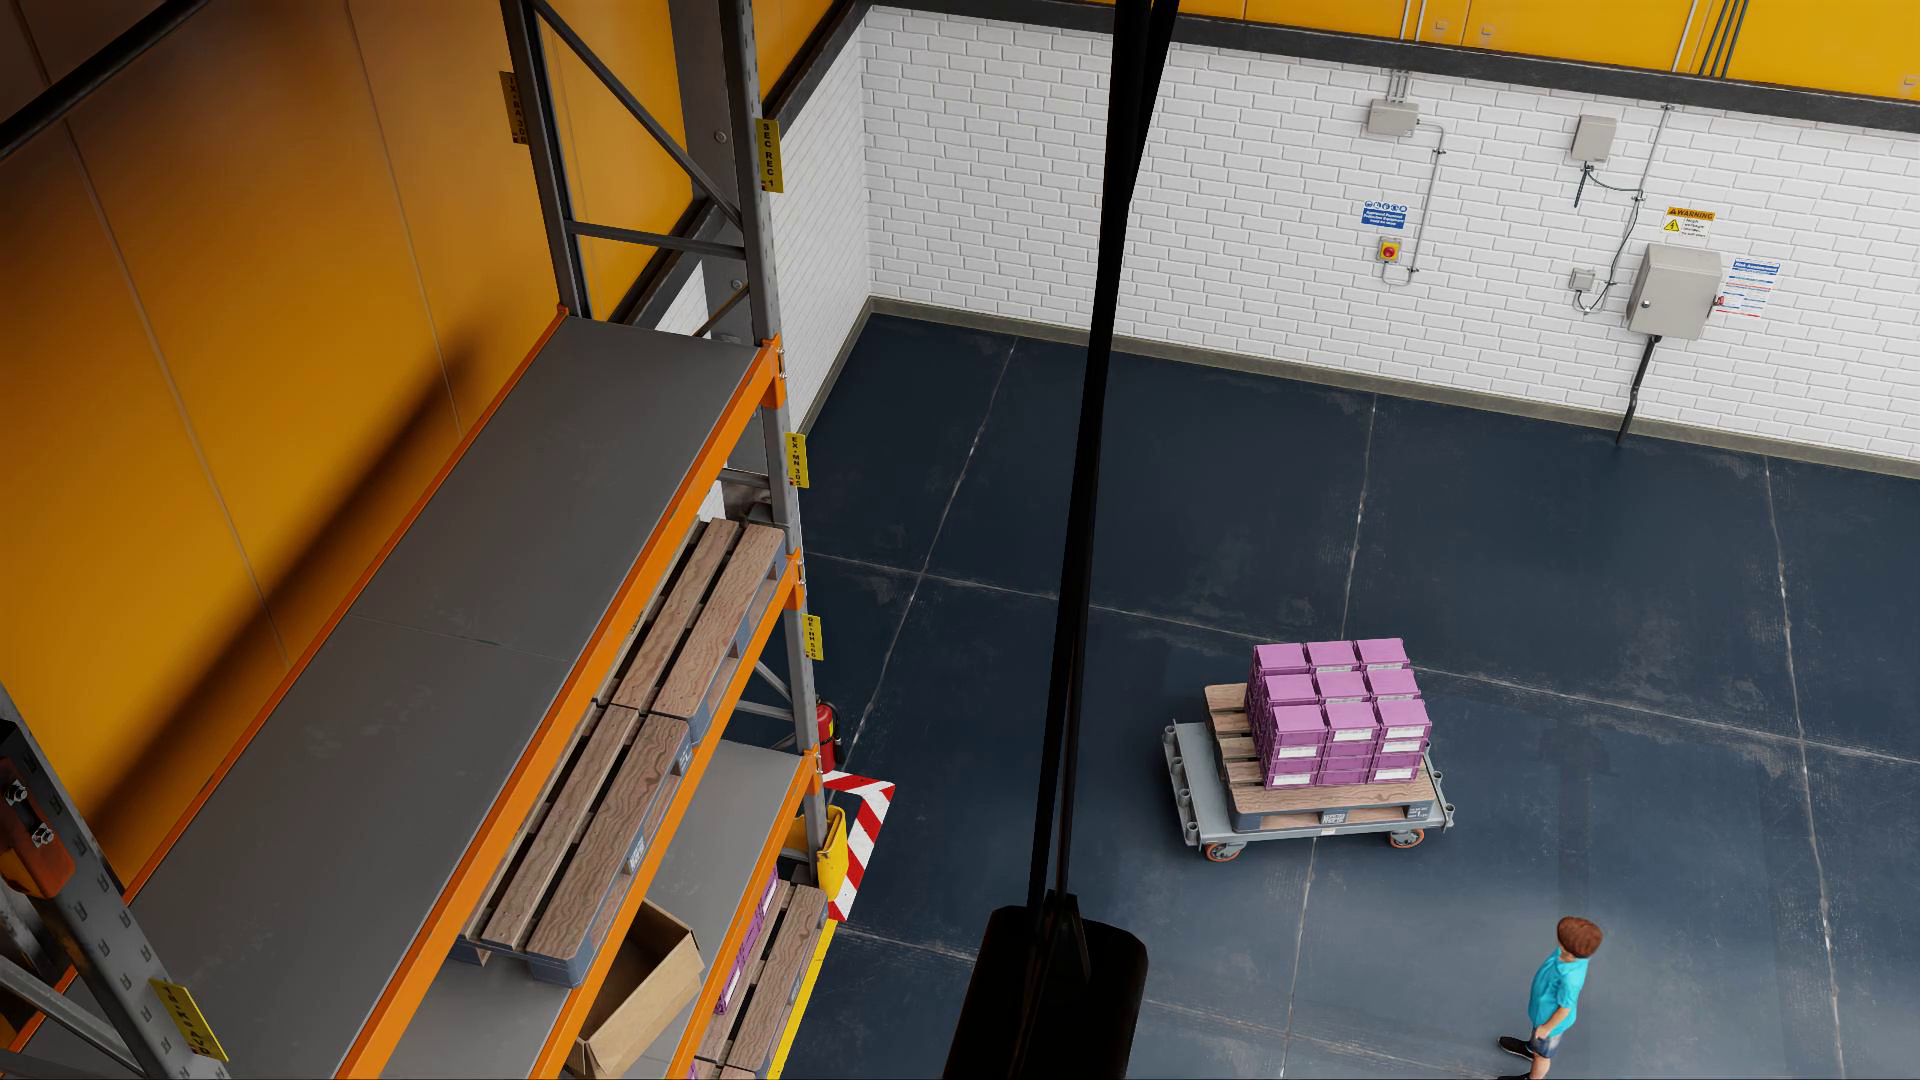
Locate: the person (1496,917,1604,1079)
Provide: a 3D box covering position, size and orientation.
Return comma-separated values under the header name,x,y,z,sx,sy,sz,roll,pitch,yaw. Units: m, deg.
name,x,y,z,sx,sy,sz,roll,pitch,yaw
person,3.111,2.420,8.689,0.587,1.448,0.432,13,45,13
